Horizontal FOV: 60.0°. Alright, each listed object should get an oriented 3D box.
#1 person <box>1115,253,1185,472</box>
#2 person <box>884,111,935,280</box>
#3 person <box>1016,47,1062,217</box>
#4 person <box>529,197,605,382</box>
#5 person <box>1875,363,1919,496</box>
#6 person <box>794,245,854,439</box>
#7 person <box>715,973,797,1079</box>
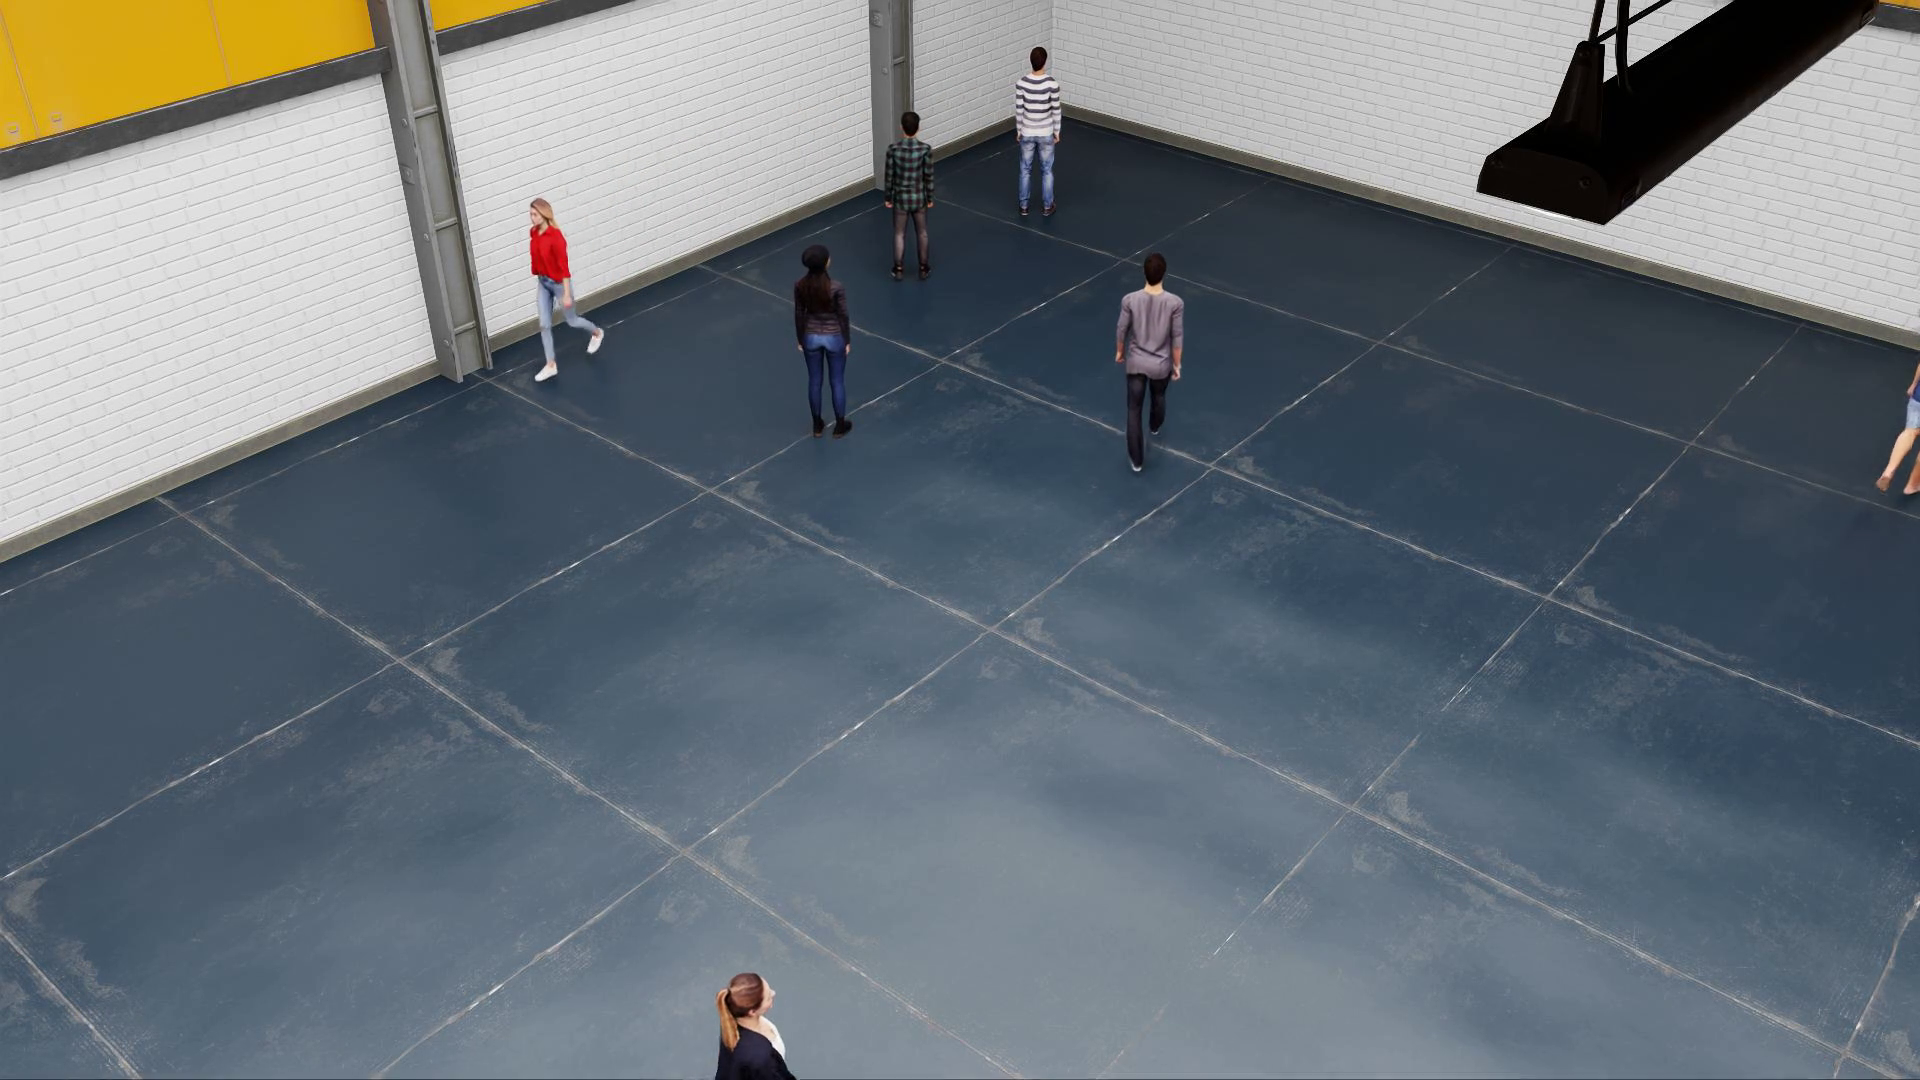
[{"bbox_3d":[1.536,-1.413,13.643,1.066,1.814,1.230,5,34,7],"label":"person"},{"bbox_3d":[-0.512,-3.487,16.846,0.761,1.706,0.798,-3,34,-4],"label":"person"},{"bbox_3d":[0.846,-4.466,18.199,0.726,1.854,0.722,5,34,7],"label":"person"},{"bbox_3d":[-3.616,-2.312,15.121,0.661,1.674,1.072,21,39,29],"label":"person"},{"bbox_3d":[7.725,-1.123,13.191,0.931,1.831,0.729,-23,40,-31],"label":"person"},{"bbox_3d":[-1.158,-1.675,14.097,0.690,1.748,0.691,6,34,9],"label":"person"},{"bbox_3d":[-1.039,2.655,7.687,1.198,1.632,0.964,-13,36,-19],"label":"person"}]
